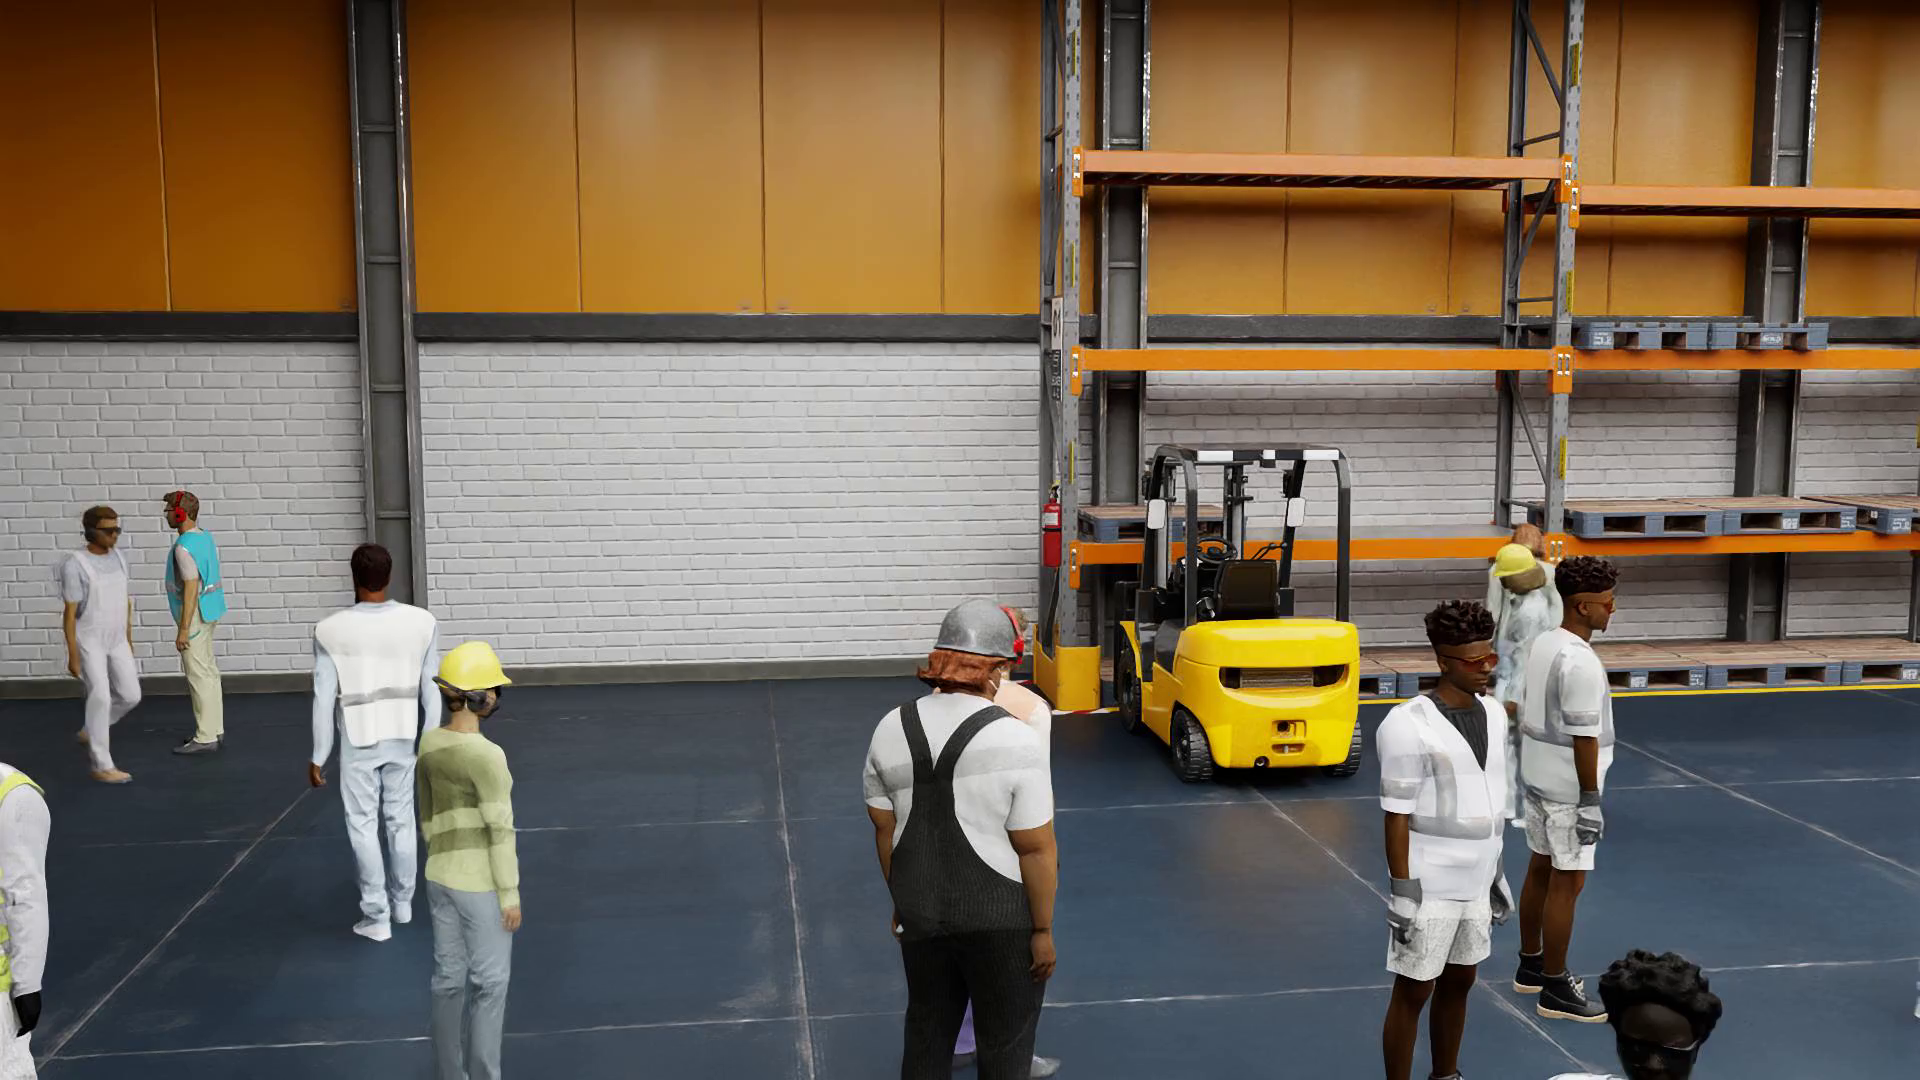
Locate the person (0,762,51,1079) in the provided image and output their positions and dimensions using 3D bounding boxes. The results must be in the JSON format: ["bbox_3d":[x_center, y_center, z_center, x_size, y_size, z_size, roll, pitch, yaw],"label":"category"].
[{"bbox_3d":[-3.078,1.338,5.048,0.636,1.830,0.429,0,7,4],"label":"person"}]

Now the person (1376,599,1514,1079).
[{"bbox_3d":[1.712,1.177,5.829,0.603,1.967,0.366,-5,8,-35],"label":"person"}]

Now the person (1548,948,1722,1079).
[{"bbox_3d":[1.305,1.611,3.199,0.540,1.698,0.316,6,9,44],"label":"person"}]

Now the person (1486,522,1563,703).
[{"bbox_3d":[3.948,0.683,11.656,0.514,1.629,0.501,3,7,23],"label":"person"}]

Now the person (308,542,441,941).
[{"bbox_3d":[-2.819,0.959,8.044,0.609,1.918,0.425,-6,9,-40],"label":"person"}]

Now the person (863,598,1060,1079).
[{"bbox_3d":[0.060,1.184,5.453,0.677,2.000,0.536,4,8,34],"label":"person"}]

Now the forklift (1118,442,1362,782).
[{"bbox_3d":[1.912,0.418,11.496,1.214,2.155,2.313,-1,7,-8],"label":"forklift"}]

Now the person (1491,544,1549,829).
[{"bbox_3d":[3.241,0.863,9.734,0.646,1.696,0.543,2,7,18],"label":"person"}]

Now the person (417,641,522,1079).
[{"bbox_3d":[-1.773,1.248,6.091,0.530,1.768,0.323,6,9,41],"label":"person"}]

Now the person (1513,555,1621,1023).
[{"bbox_3d":[2.589,1.034,7.088,0.364,1.964,0.611,0,7,1],"label":"person"}]

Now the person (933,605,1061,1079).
[{"bbox_3d":[0.118,1.173,6.413,0.570,1.840,0.373,6,9,40],"label":"person"}]

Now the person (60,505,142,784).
[{"bbox_3d":[-5.618,0.676,10.828,0.484,1.827,0.545,3,7,21],"label":"person"}]

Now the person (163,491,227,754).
[{"bbox_3d":[-5.351,0.572,11.662,0.373,1.843,0.572,-1,7,-11],"label":"person"}]
